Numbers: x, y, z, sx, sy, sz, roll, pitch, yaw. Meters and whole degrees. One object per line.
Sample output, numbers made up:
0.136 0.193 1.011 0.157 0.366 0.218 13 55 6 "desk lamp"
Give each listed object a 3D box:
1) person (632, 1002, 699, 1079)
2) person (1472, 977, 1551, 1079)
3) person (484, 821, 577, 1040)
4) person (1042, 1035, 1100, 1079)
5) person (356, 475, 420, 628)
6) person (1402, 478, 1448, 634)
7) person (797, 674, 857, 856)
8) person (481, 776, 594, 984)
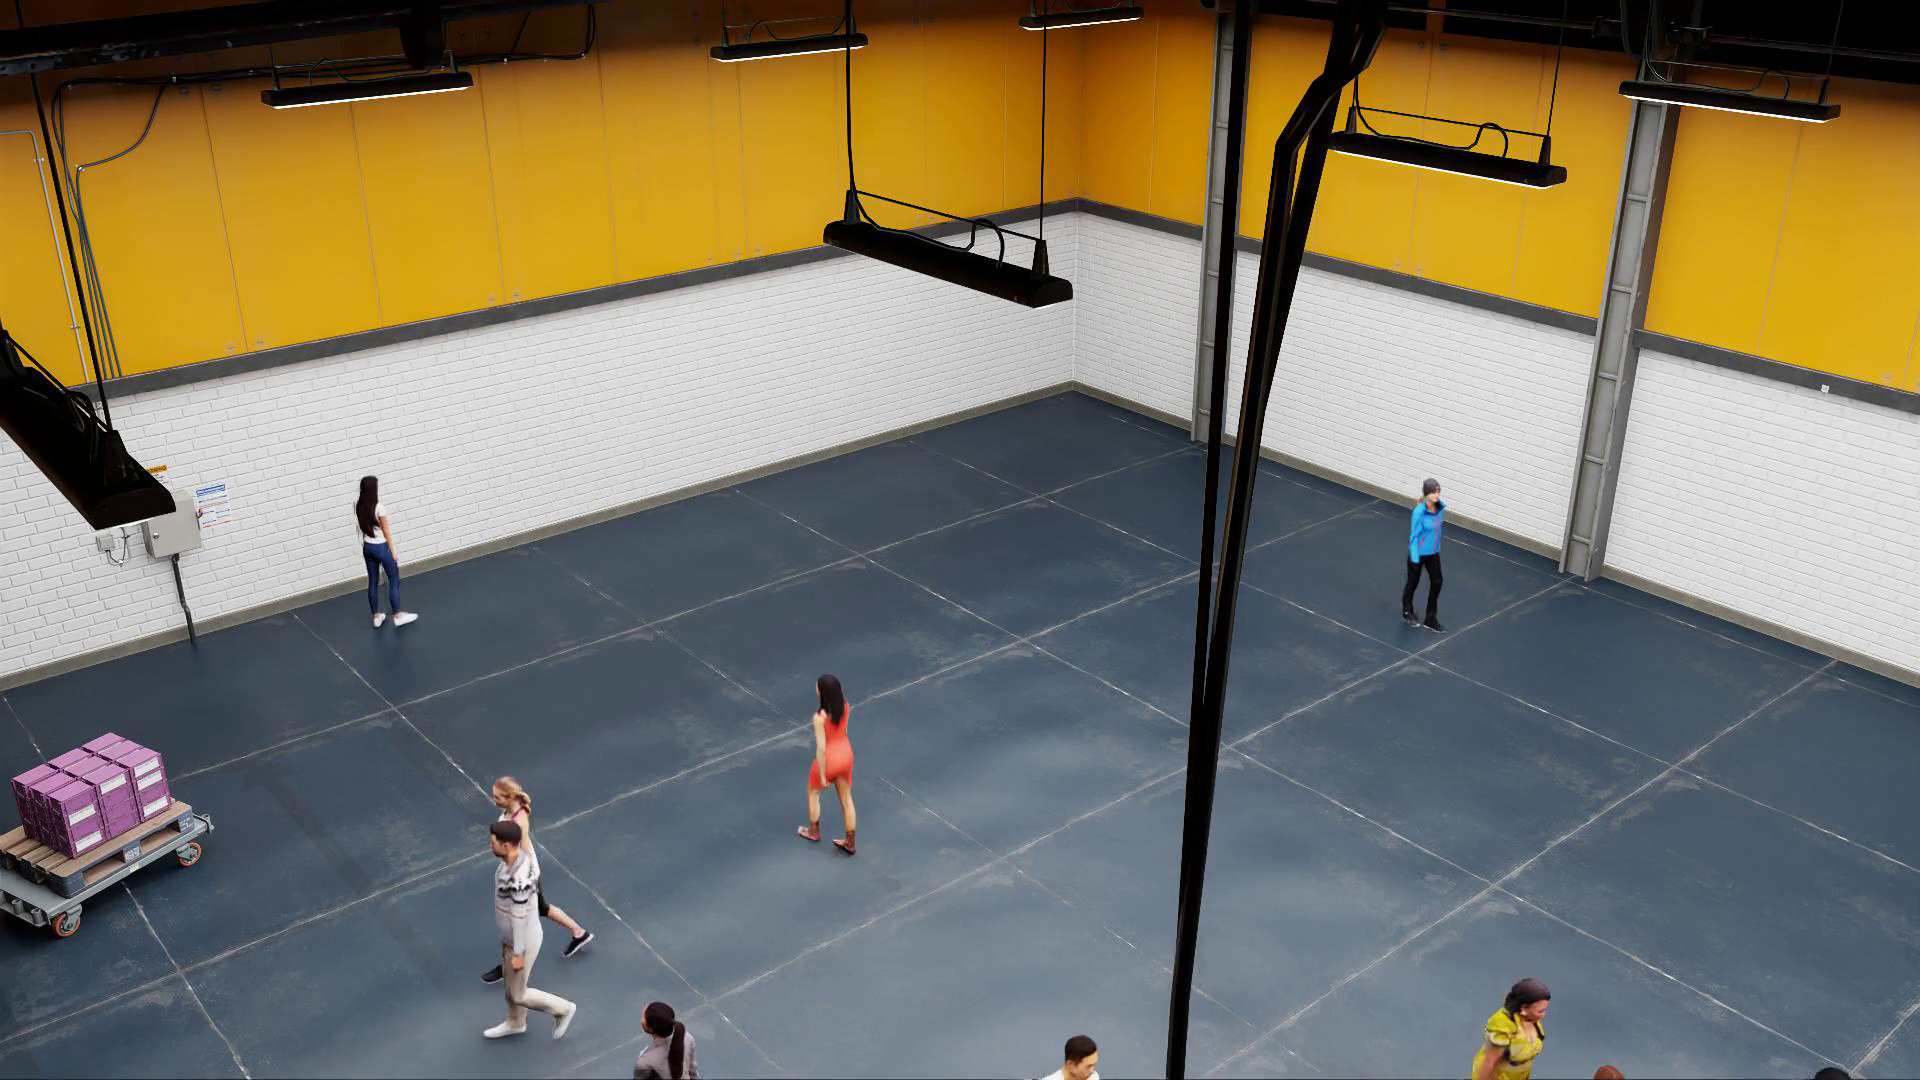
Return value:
-1.780 3.684 10.464 1.193 1.624 0.848 15 28 31 "person"
3.456 3.508 10.863 0.847 1.628 1.074 -19 30 -37 "person"
-3.140 2.862 12.080 0.977 1.835 0.984 -9 25 -20 "person"
0.537 3.719 10.203 0.730 1.770 0.625 -14 27 -29 "person"
-6.456 0.141 18.388 0.657 1.770 0.812 9 25 20 "person"
5.062 0.132 18.395 0.756 1.781 0.881 -11 26 -24 "person"
-1.026 1.963 14.315 0.634 1.693 0.844 -21 31 -39 "person"
-3.275 2.575 12.845 0.932 1.749 1.139 -10 25 -21 "person"
